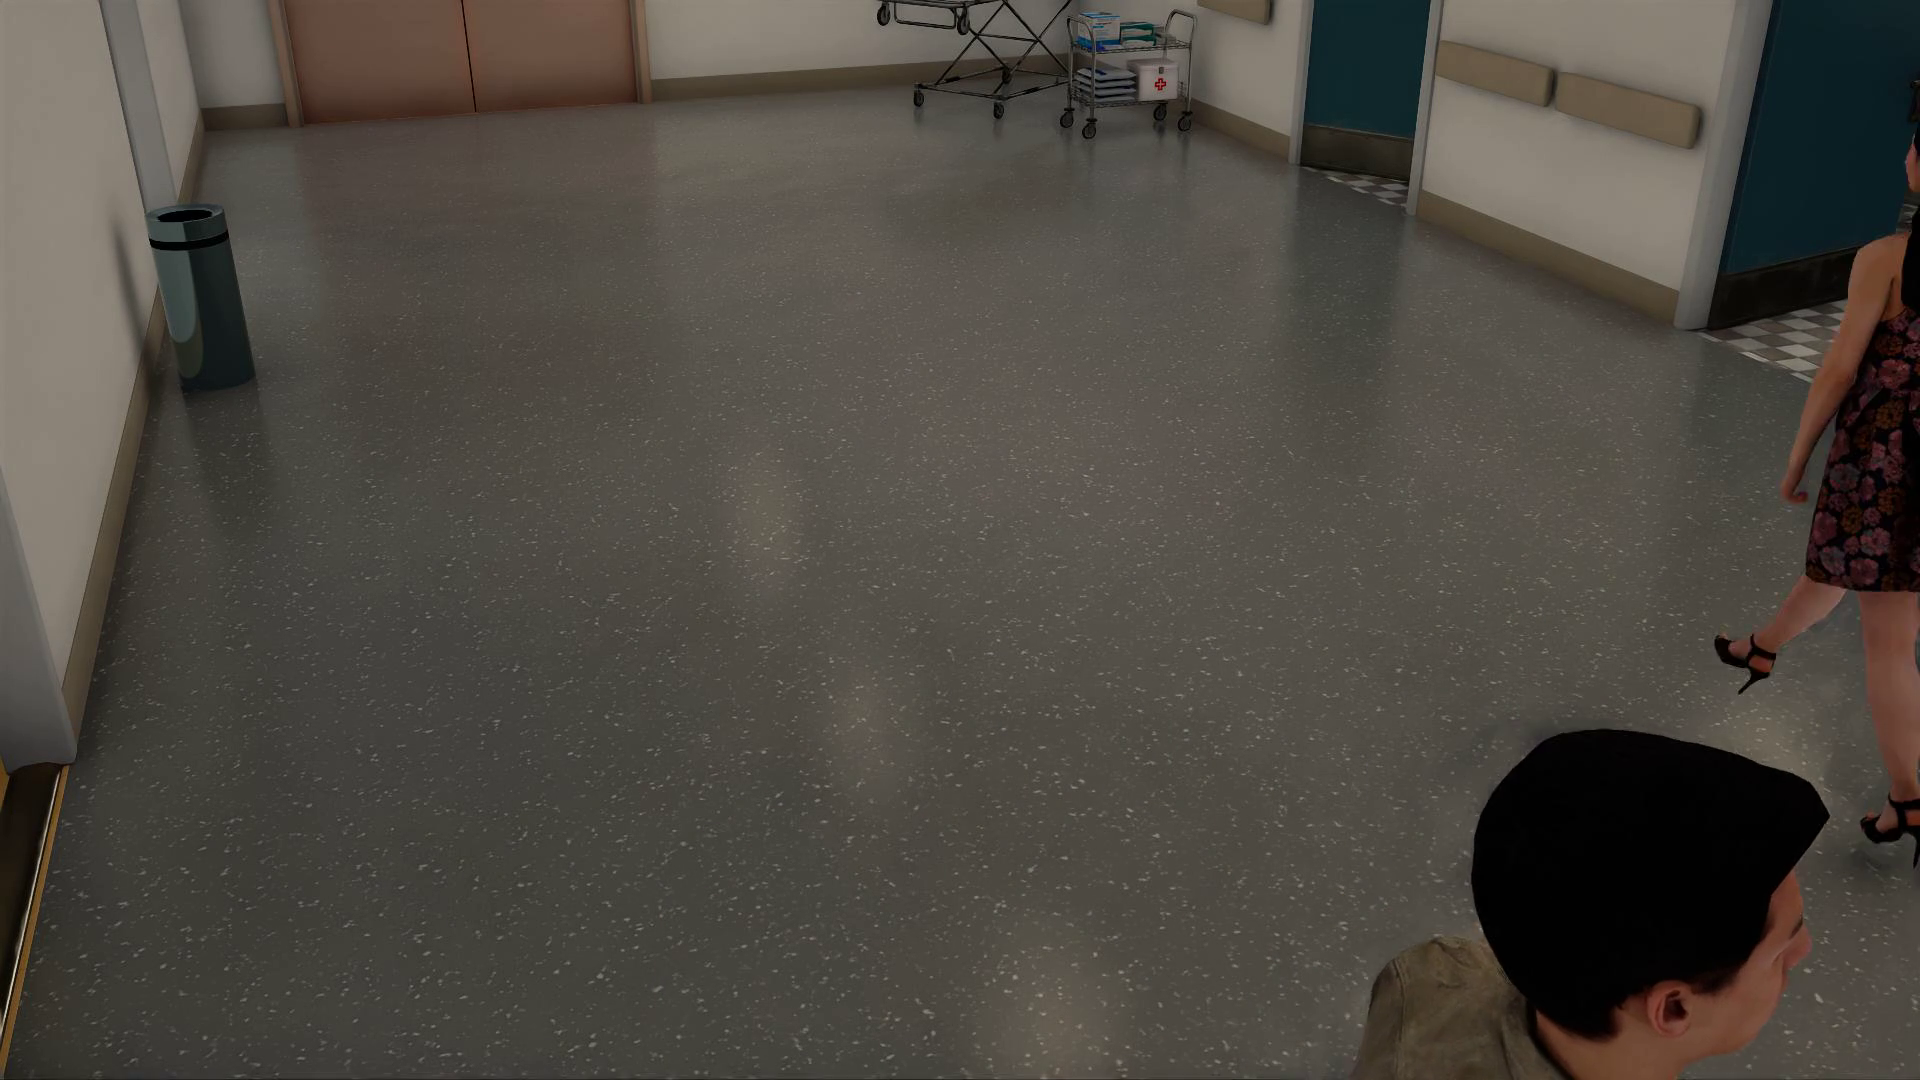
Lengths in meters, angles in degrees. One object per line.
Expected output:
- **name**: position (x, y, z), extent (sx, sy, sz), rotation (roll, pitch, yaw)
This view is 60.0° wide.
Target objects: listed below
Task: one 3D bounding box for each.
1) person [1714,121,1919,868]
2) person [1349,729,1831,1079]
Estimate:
- **person**: position (2.180, -0.071, 3.833), extent (0.791, 1.705, 1.247), rotation (-3, 26, -6)
- **person**: position (0.373, 0.965, 1.514), extent (0.821, 1.854, 0.647), rotation (0, 26, -1)
